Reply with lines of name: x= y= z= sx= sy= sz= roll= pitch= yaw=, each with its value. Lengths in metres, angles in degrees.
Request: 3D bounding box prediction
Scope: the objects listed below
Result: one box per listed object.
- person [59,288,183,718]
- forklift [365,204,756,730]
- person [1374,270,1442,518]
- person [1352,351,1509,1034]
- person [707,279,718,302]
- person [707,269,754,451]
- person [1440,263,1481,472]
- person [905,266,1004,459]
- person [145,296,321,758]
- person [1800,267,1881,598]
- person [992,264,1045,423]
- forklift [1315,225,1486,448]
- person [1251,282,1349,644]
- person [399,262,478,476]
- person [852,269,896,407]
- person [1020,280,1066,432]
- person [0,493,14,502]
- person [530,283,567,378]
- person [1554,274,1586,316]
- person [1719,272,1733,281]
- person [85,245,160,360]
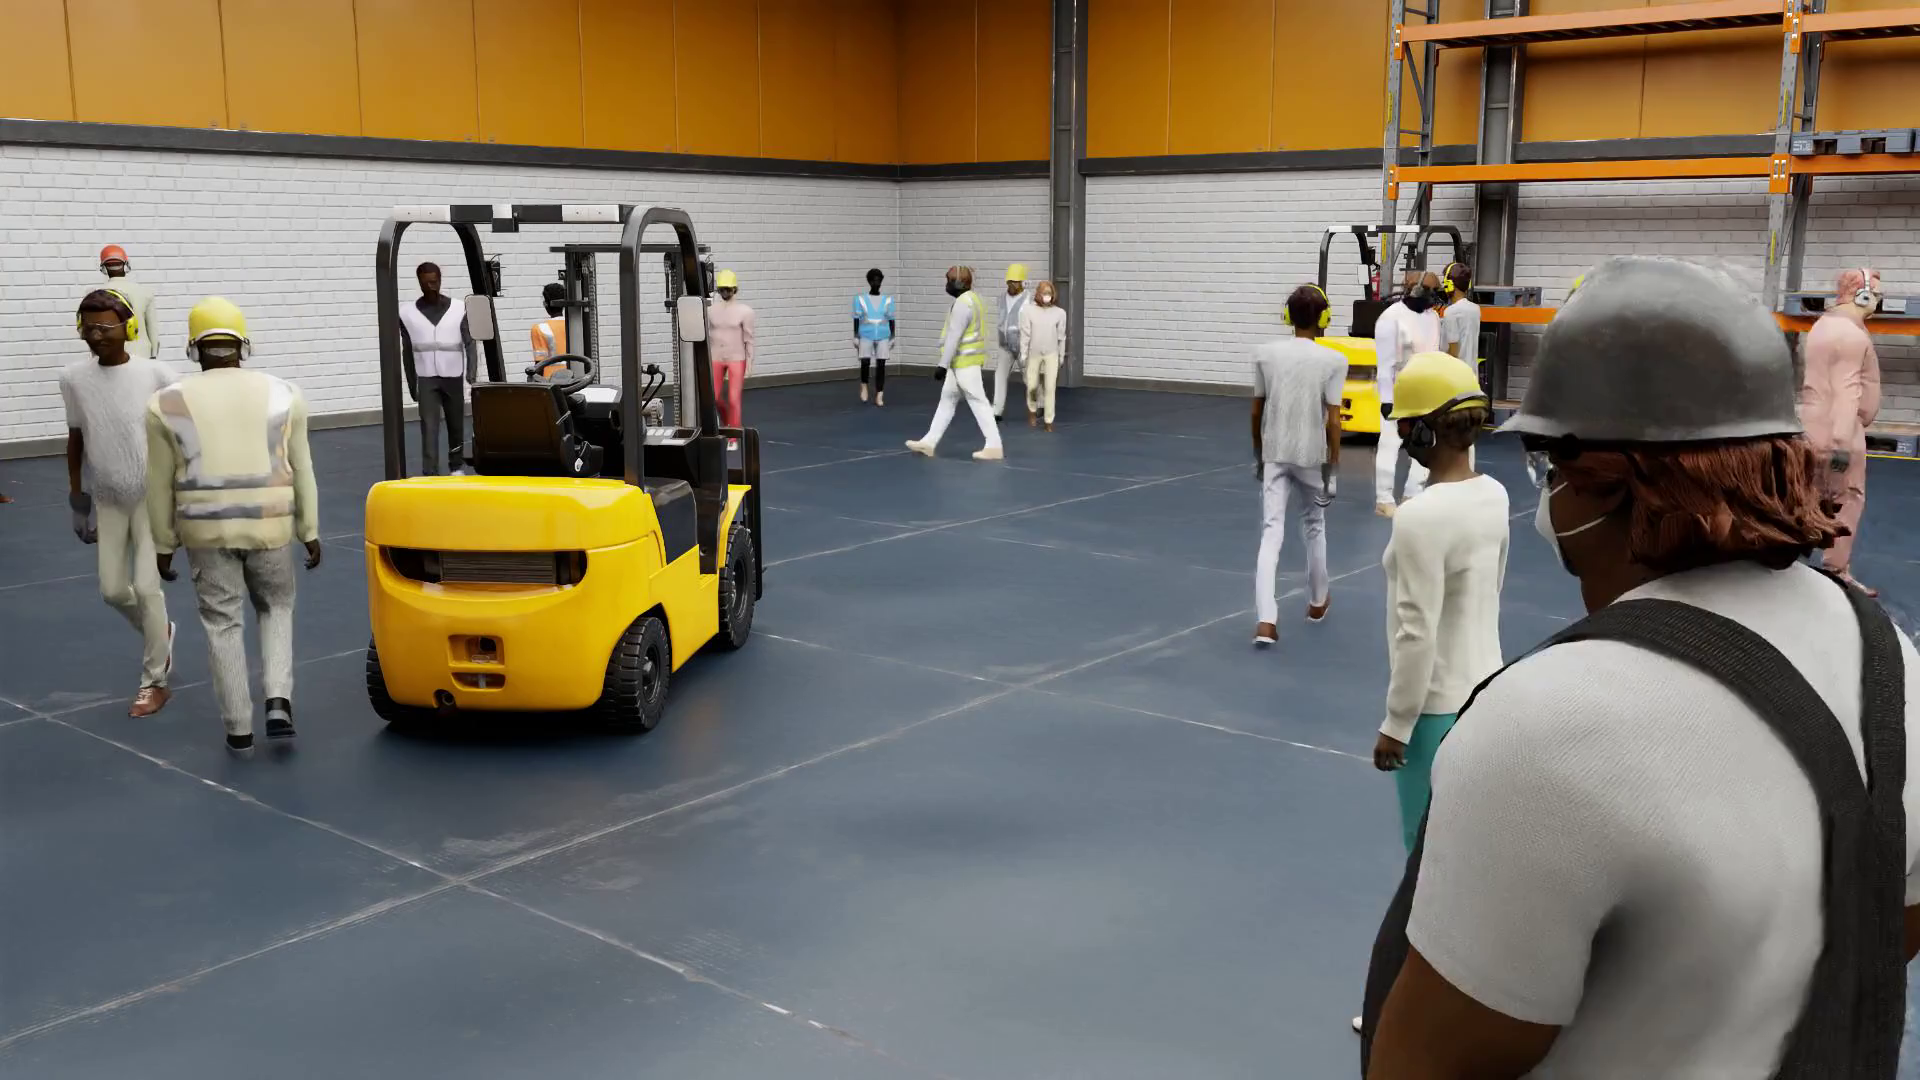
person: x=-3.595 y=-0.180 z=7.282 sx=0.527 sy=1.842 sz=0.631 roll=-1 pitch=10 yaw=-3
forklift: x=-1.766 y=-0.406 z=7.525 sx=1.214 sy=2.155 sz=2.313 roll=1 pitch=10 yaw=7
person: x=3.295 y=-1.044 z=12.114 sx=0.677 sy=1.812 sz=0.583 roll=-6 pitch=12 yaw=-32
person: x=1.196 y=0.409 z=4.211 sx=0.335 sy=1.762 sz=0.526 roll=9 pitch=13 yaw=40
person: x=-3.162 y=-2.538 z=20.199 sx=0.356 sy=1.883 sz=0.575 roll=9 pitch=13 yaw=40
person: x=-2.250 y=-1.746 z=16.156 sx=0.544 sy=1.752 sz=0.440 roll=1 pitch=10 yaw=7
person: x=3.805 y=-1.191 z=12.796 sx=0.329 sy=1.863 sz=0.513 roll=9 pitch=13 yaw=40
person: x=-0.028 y=-1.637 z=15.459 sx=0.957 sy=1.792 sz=0.636 roll=1 pitch=10 yaw=5
person: x=-2.861 y=-0.045 z=6.558 sx=0.618 sy=1.813 sz=0.429 roll=-5 pitch=12 yaw=-28
person: x=4.949 y=-0.616 z=9.538 sx=0.622 sy=1.881 sz=0.660 roll=2 pitch=10 yaw=12
person: x=0.674 y=-2.202 z=18.627 sx=0.603 sy=1.783 sz=0.894 roll=8 pitch=13 yaw=38
forklift: x=4.449 y=-2.115 z=16.993 sx=1.214 sy=2.155 sz=2.313 roll=8 pitch=13 yaw=38
person: x=1.725 y=-0.396 z=8.562 sx=0.510 sy=1.812 sz=1.011 roll=4 pitch=11 yaw=20
person: x=-4.222 y=-1.316 z=13.508 sx=0.592 sy=1.862 sz=1.034 roll=-3 pitch=11 yaw=-16
person: x=-1.047 y=-2.477 z=20.377 sx=0.550 sy=1.686 sz=0.370 roll=-2 pitch=11 yaw=-13
person: x=0.892 y=-1.990 z=17.900 sx=0.498 sy=1.608 sz=0.737 roll=0 pitch=10 yaw=1
person: x=-7.759 y=-1.063 z=12.812 sx=0.675 sy=1.599 sz=0.546 roll=0 pitch=10 yaw=2
person: x=-3.195 y=-1.203 z=13.318 sx=0.321 sy=1.696 sz=0.537 roll=9 pitch=13 yaw=40
person: x=5.649 y=-1.567 z=15.259 sx=0.519 sy=1.725 sz=0.392 roll=-2 pitch=10 yaw=-9
person: x=3.096 y=-0.148 z=6.863 sx=0.475 sy=1.911 sz=0.619 roll=10 pitch=14 yaw=43
person: x=-7.581 y=-1.667 z=15.079 sx=0.399 sy=1.987 sz=0.612 roll=9 pitch=13 yaw=40
